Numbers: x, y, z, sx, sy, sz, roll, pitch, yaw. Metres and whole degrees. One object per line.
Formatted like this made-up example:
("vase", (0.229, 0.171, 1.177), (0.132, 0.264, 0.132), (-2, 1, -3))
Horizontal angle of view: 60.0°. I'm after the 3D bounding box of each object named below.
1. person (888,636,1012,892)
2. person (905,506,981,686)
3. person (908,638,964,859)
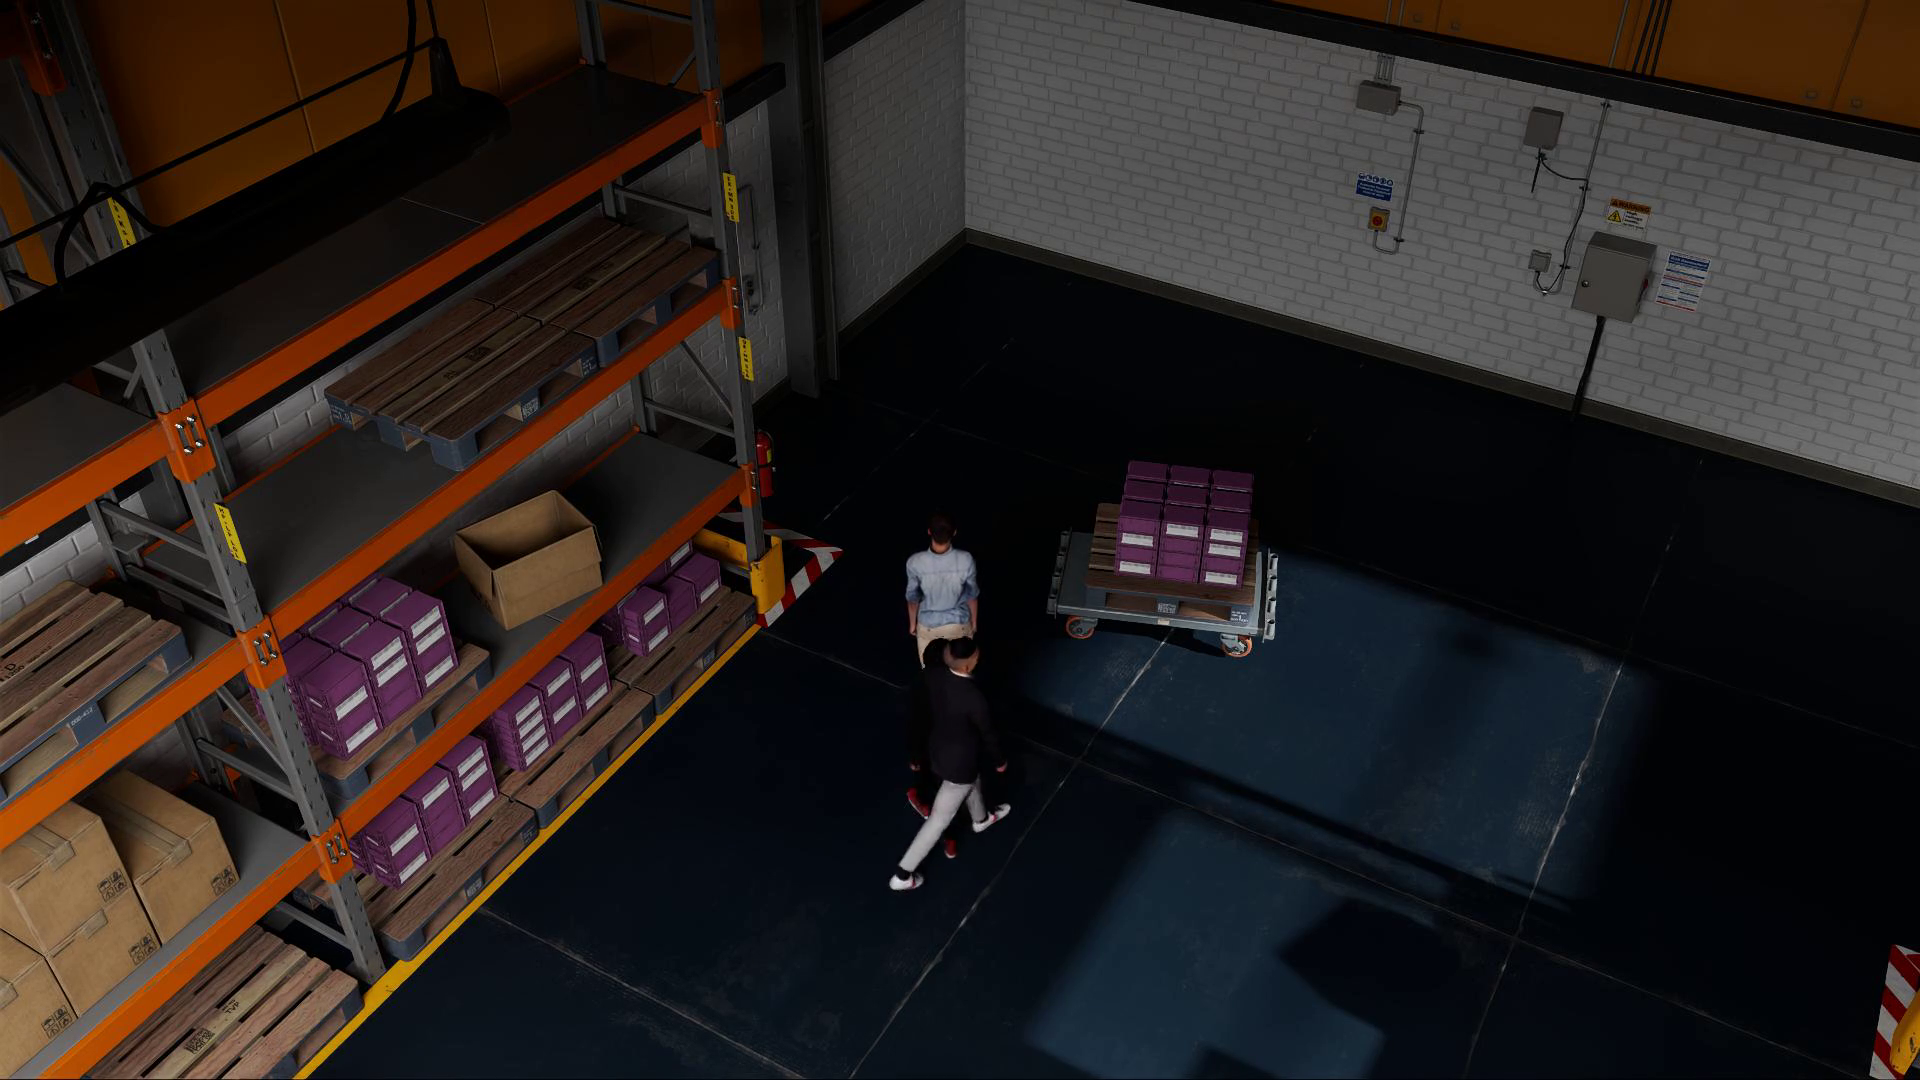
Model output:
("person", (-0.097, 1.356, 10.043), (1.385, 1.896, 0.995), (-29, 47, -31))
("person", (-0.109, 0.548, 11.095), (0.734, 1.847, 0.736), (-1, 39, -1))
("person", (-0.088, 1.330, 10.268), (0.908, 1.656, 0.960), (-11, 40, -14))
